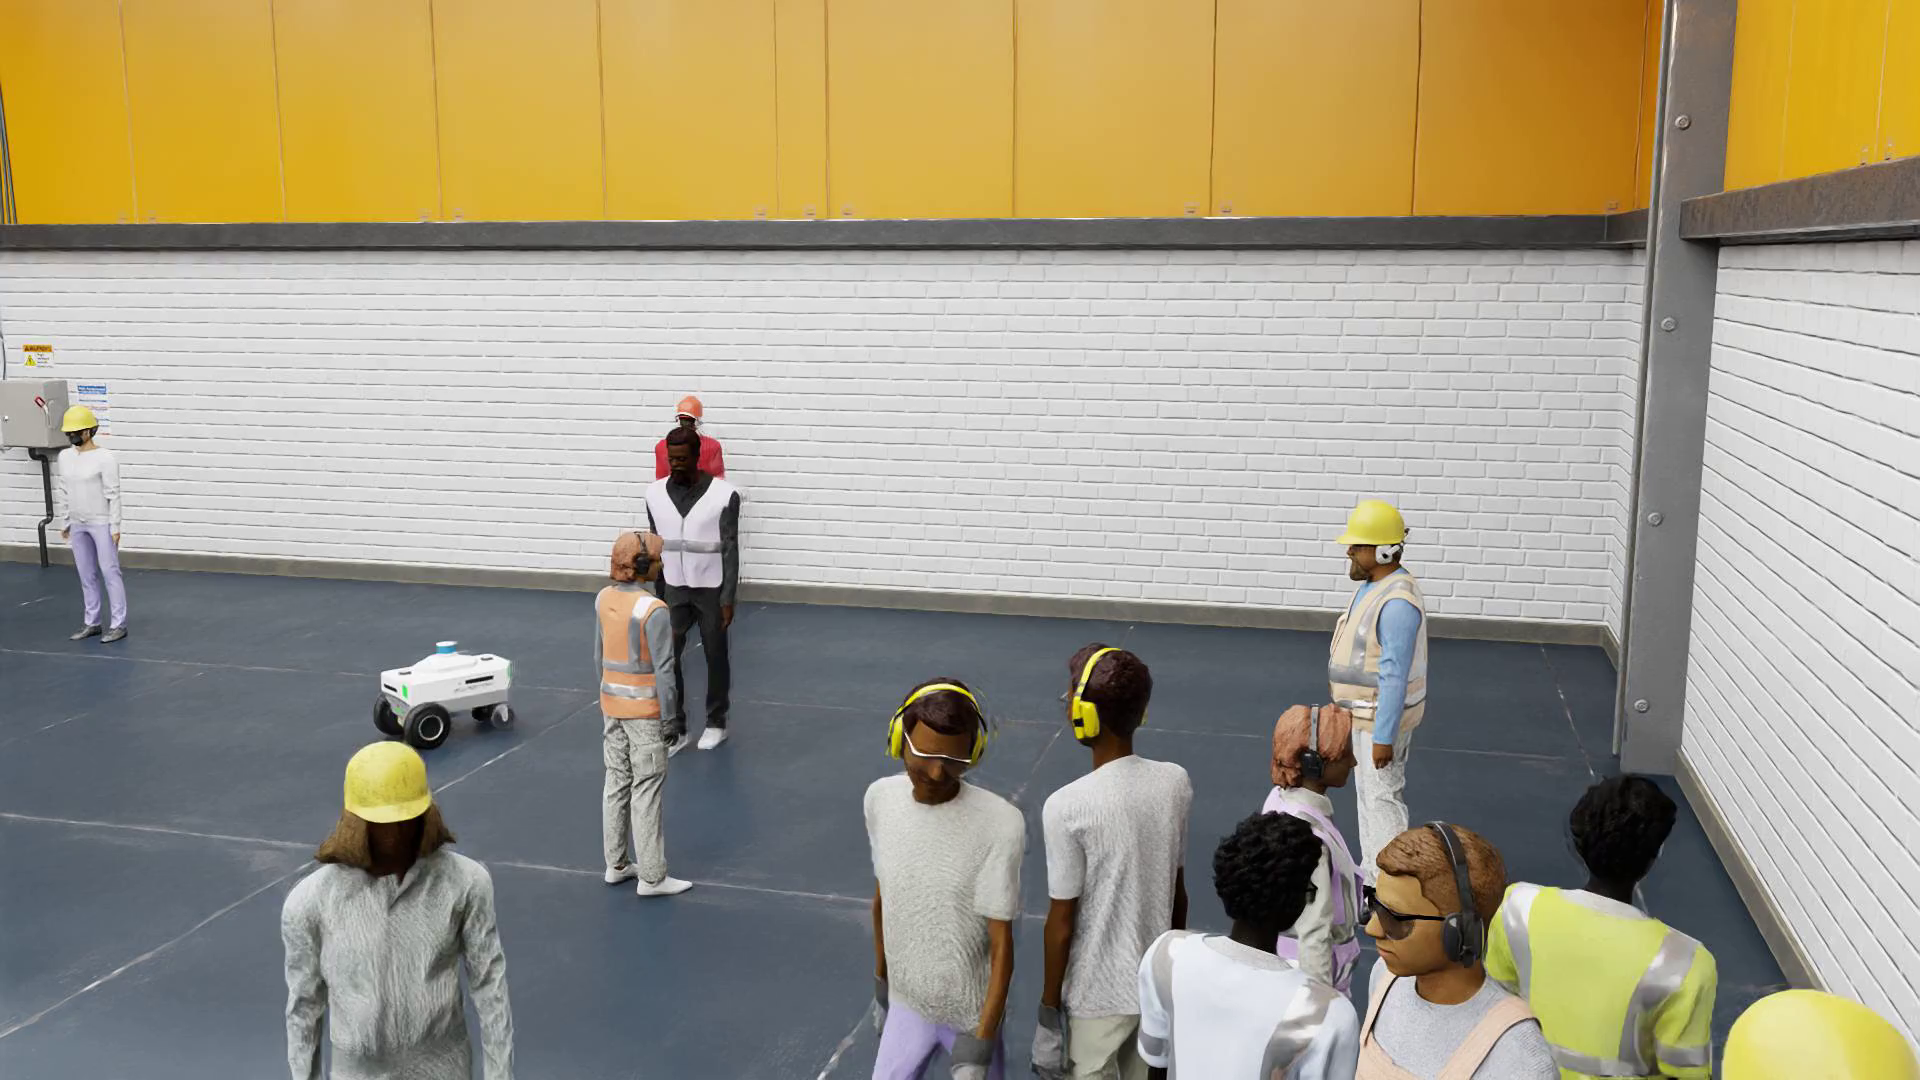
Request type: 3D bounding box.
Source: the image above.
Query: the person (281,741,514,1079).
[{"bbox_3d":[-1.309,1.324,3.966,0.505,1.704,0.814,-5,11,-27],"label":"person"}]

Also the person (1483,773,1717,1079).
[{"bbox_3d":[1.408,1.364,3.797,0.539,1.676,0.586,7,12,37],"label":"person"}]

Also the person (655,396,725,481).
[{"bbox_3d":[-2.121,-0.266,13.179,0.562,1.752,0.327,1,10,3],"label":"person"}]

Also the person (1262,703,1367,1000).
[{"bbox_3d":[0.944,1.249,4.599,0.306,1.640,0.522,0,10,3],"label":"person"}]

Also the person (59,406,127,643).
[{"bbox_3d":[-6.422,-0.114,12.283,0.526,1.761,0.344,3,10,17],"label":"person"}]

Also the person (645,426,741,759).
[{"bbox_3d":[-1.524,0.299,9.430,0.601,1.889,0.713,2,10,13],"label":"person"}]

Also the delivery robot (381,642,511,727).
[{"bbox_3d":[-3.041,0.848,9.872,0.707,0.478,0.477,-9,13,-42],"label":"delivery robot"}]

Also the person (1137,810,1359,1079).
[{"bbox_3d":[0.609,1.401,3.563,0.541,1.687,0.319,9,13,41],"label":"person"}]

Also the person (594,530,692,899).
[{"bbox_3d":[-1.436,0.772,7.416,0.523,1.636,0.311,9,13,44],"label":"person"}]

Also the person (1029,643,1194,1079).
[{"bbox_3d":[0.393,1.189,4.321,0.501,1.861,0.325,-8,13,-40],"label":"person"}]

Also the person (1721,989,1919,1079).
[{"bbox_3d":[1.195,1.552,2.177,0.404,1.864,0.688,-4,10,-23],"label":"person"}]

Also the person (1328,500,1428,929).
[{"bbox_3d":[1.770,0.734,7.091,0.403,1.824,0.593,1,10,4],"label":"person"}]

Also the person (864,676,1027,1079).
[{"bbox_3d":[-0.080,1.229,4.224,0.507,1.808,0.972,6,11,30],"label":"person"}]

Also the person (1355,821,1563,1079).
[{"bbox_3d":[0.875,1.404,3.078,0.327,1.843,0.516,-3,10,-19],"label":"person"}]
